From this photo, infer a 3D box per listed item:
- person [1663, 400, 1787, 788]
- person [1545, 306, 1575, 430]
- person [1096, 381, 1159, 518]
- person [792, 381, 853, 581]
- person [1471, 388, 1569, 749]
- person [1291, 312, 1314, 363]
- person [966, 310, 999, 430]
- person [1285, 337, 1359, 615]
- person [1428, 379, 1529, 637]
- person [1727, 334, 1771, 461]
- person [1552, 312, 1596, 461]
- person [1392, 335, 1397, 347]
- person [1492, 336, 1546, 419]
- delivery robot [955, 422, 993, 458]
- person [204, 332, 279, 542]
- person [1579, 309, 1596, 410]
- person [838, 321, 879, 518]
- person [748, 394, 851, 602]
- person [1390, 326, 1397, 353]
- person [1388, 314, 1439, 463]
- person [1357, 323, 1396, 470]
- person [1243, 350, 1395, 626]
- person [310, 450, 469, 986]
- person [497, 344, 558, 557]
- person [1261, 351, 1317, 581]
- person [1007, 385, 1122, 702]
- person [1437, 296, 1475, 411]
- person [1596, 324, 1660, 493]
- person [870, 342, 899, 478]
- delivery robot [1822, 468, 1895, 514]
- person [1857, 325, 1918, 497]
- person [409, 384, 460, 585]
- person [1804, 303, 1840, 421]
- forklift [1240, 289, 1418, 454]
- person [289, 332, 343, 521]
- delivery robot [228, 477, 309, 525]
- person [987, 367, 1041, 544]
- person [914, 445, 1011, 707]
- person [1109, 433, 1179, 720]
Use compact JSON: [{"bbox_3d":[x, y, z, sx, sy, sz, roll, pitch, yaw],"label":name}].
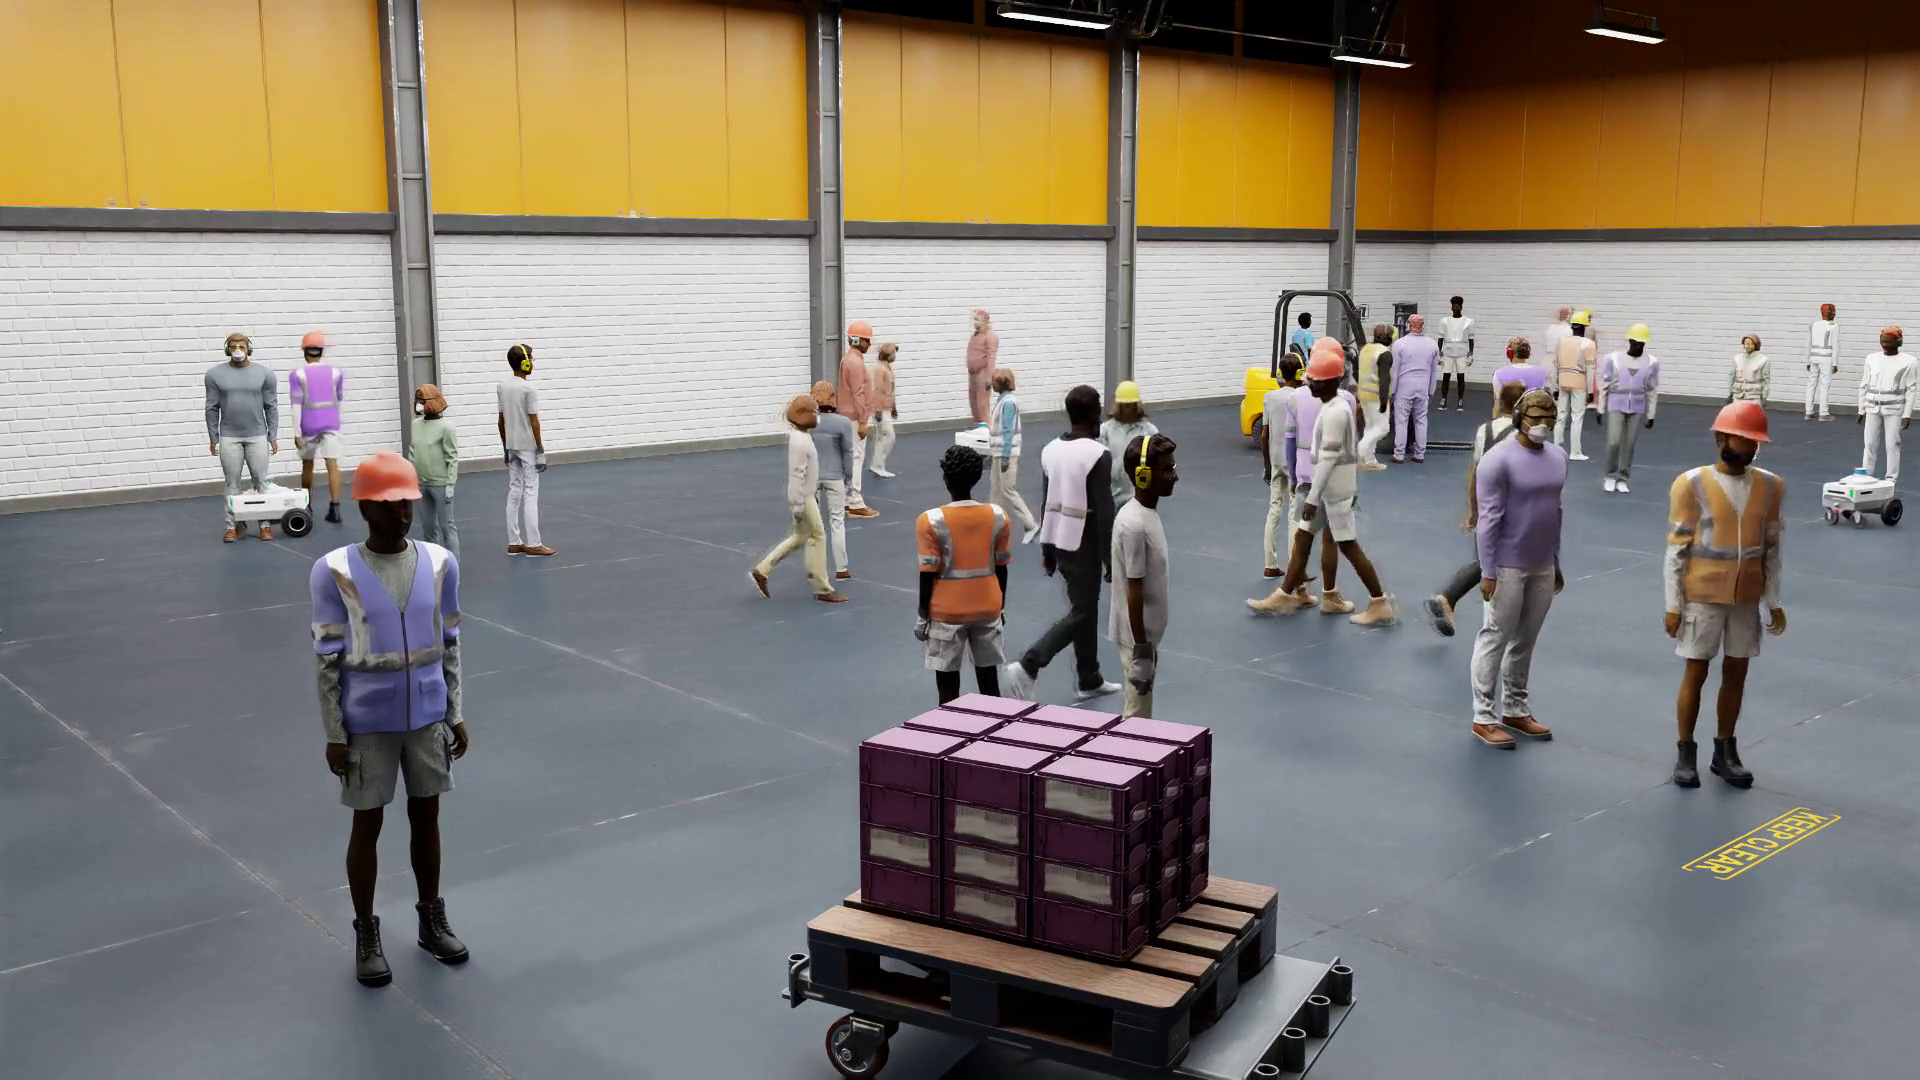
[{"bbox_3d":[3.795,0.274,8.268,0.585,1.928,0.371,0,10,-2],"label":"person"},{"bbox_3d":[9.014,-2.575,25.086,0.539,1.889,0.642,-3,10,-15],"label":"person"},{"bbox_3d":[1.275,-0.383,12.759,0.479,1.711,0.814,1,10,6],"label":"person"},{"bbox_3d":[-1.112,-0.474,13.505,0.501,1.633,0.283,1,10,4],"label":"person"},{"bbox_3d":[3.033,0.146,8.993,0.629,1.936,0.371,-6,11,-30],"label":"person"},{"bbox_3d":[5.758,-2.969,27.924,0.321,1.697,0.529,-4,10,-22],"label":"person"},{"bbox_3d":[0.260,-2.317,23.596,0.405,1.884,0.756,-5,11,-26],"label":"person"},{"bbox_3d":[2.676,-0.469,12.266,0.368,2.048,0.607,-9,13,-42],"label":"person"},{"bbox_3d":[3.619,-0.181,11.277,0.729,1.817,0.553,-5,11,-29],"label":"person"},{"bbox_3d":[10.169,-1.836,21.467,0.310,1.636,0.523,-8,12,-38],"label":"person"},{"bbox_3d":[7.954,-1.988,21.540,0.397,1.918,0.588,-7,12,-36],"label":"person"},{"bbox_3d":[6.700,-2.524,25.121,0.312,1.768,0.533,-2,10,-11],"label":"person"},{"bbox_3d":[5.498,-1.079,16.427,0.565,1.845,0.387,-3,10,-14],"label":"person"},{"bbox_3d":[0.290,-1.228,20.796,0.707,0.478,0.477,8,13,39],"label":"delivery robot"},{"bbox_3d":[-6.628,-0.948,15.391,0.631,1.940,0.372,-3,10,-19],"label":"person"},{"bbox_3d":[10.733,-3.126,28.760,0.545,1.714,0.923,-3,10,-19],"label":"person"},{"bbox_3d":[-1.035,-1.220,16.841,0.391,1.986,0.609,-3,10,-15],"label":"person"},{"bbox_3d":[-1.233,-0.312,12.635,0.724,1.607,0.514,-1,10,-5],"label":"person"},{"bbox_3d":[6.875,-2.648,25.624,0.429,1.845,0.622,-3,10,-19],"label":"person"},{"bbox_3d":[5.760,-1.922,21.224,0.647,1.901,0.402,-2,10,-12],"label":"person"},{"bbox_3d":[5.026,-1.729,20.301,0.553,1.821,0.665,-3,10,-15],"label":"person"},{"bbox_3d":[2.636,-0.365,11.871,1.082,1.982,0.611,2,10,11],"label":"person"},{"bbox_3d":[-2.065,0.638,6.096,0.544,1.943,0.347,-8,12,-39],"label":"person"},{"bbox_3d":[-3.834,-0.785,14.629,0.521,1.874,0.327,7,12,34],"label":"person"},{"bbox_3d":[2.675,-0.590,13.497,0.328,1.872,0.515,-9,13,-43],"label":"person"},{"bbox_3d":[0.628,0.042,9.717,0.813,1.899,0.586,-5,11,-28],"label":"person"},{"bbox_3d":[8.445,-3.178,28.362,0.614,1.964,0.361,4,10,22],"label":"person"},{"bbox_3d":[7.416,-1.452,18.462,0.613,1.893,0.540,2,10,10],"label":"person"},{"bbox_3d":[-0.895,-1.532,19.705,0.370,1.619,0.551,1,10,8],"label":"person"},{"bbox_3d":[8.823,-0.465,16.330,0.707,0.478,0.477,-5,11,-27],"label":"delivery robot"},{"bbox_3d":[10.103,-1.398,18.177,0.356,1.887,0.572,-7,12,-36],"label":"person"},{"bbox_3d":[-4.188,-0.425,13.220,0.500,1.633,0.285,6,11,30],"label":"person"},{"bbox_3d":[13.837,-2.851,26.695,0.358,1.881,0.574,-4,11,-23],"label":"person"},{"bbox_3d":[5.034,-2.339,22.783,2.313,2.155,1.214,3,10,16],"label":"forklift"},{"bbox_3d":[-6.447,-1.140,16.697,0.540,1.875,1.036,-6,12,-33],"label":"person"},{"bbox_3d":[-6.514,-0.352,15.667,0.707,0.478,0.477,-4,11,-23],"label":"delivery robot"},{"bbox_3d":[0.436,-0.767,15.280,0.484,1.652,0.542,-2,10,-10],"label":"person"},{"bbox_3d":[0.013,0.370,8.375,0.538,1.695,0.320,-5,11,-26],"label":"person"},{"bbox_3d":[0.821,0.459,7.351,0.319,1.871,0.532,1,10,7],"label":"person"}]
